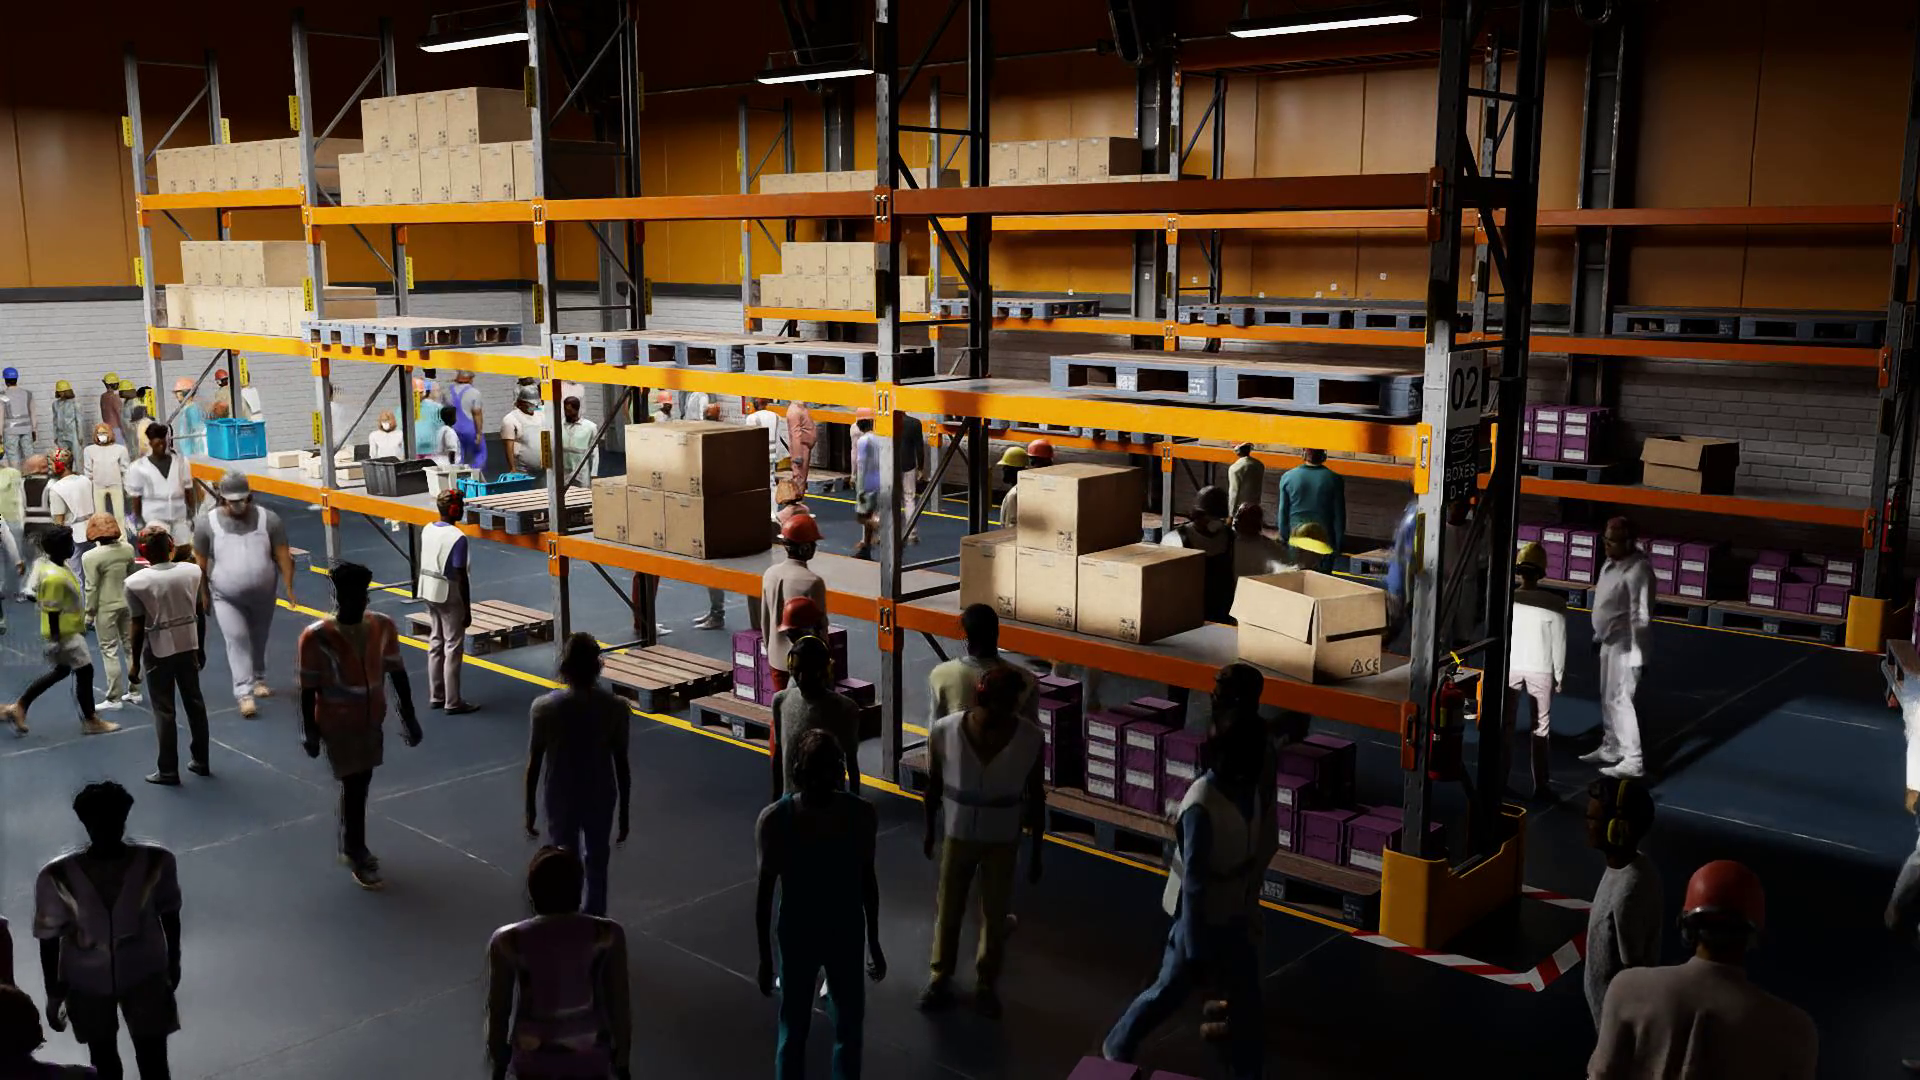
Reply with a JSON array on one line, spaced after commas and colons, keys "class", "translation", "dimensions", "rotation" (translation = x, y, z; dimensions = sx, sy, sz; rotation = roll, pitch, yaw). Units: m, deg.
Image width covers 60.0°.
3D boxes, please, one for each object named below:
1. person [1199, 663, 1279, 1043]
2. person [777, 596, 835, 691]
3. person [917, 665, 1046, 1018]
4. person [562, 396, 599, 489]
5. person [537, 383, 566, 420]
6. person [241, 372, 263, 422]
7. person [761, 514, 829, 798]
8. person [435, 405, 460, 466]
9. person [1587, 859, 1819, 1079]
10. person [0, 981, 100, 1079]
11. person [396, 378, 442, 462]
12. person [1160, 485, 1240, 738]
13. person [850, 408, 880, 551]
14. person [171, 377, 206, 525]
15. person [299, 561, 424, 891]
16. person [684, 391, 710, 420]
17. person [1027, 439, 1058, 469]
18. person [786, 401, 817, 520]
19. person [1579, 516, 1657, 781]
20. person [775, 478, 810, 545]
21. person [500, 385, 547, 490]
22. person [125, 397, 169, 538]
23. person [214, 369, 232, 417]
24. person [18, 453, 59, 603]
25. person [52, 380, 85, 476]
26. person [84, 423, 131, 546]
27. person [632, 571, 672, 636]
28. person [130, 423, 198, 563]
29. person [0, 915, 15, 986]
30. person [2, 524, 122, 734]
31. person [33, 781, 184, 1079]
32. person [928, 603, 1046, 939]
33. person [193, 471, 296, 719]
[{"class": "person", "translation": [1.341, 1.477, 7.921], "dimensions": [0.349, 1.839, 0.503], "rotation": [2, 10, 10]}, {"class": "person", "translation": [-0.901, 1.184, 9.821], "dimensions": [0.332, 1.746, 0.559], "rotation": [-1, 10, -7]}, {"class": "person", "translation": [0.119, 1.462, 8.085], "dimensions": [0.599, 1.803, 0.459], "rotation": [1, 10, 5]}, {"class": "person", "translation": [-4.826, -0.864, 20.942], "dimensions": [0.590, 1.913, 0.399], "rotation": [2, 10, 13]}, {"class": "person", "translation": [-5.582, -1.178, 22.602], "dimensions": [0.602, 1.957, 0.382], "rotation": [-5, 11, -25]}, {"class": "person", "translation": [-11.274, -1.778, 26.338], "dimensions": [0.429, 1.842, 0.585], "rotation": [-1, 10, -4]}, {"class": "person", "translation": [-1.085, 0.812, 11.229], "dimensions": [0.392, 1.995, 0.612], "rotation": [-10, 14, -44]}, {"class": "person", "translation": [-6.810, -0.952, 22.065], "dimensions": [0.402, 1.680, 0.551], "rotation": [-6, 12, -30]}, {"class": "person", "translation": [2.184, 1.944, 5.026], "dimensions": [0.661, 1.943, 1.005], "rotation": [8, 13, 37]}, {"class": "person", "translation": [-2.784, 2.113, 4.966], "dimensions": [0.506, 1.608, 0.729], "rotation": [-5, 11, -28]}, {"class": "person", "translation": [-7.404, -1.235, 22.844], "dimensions": [0.619, 1.989, 0.395], "rotation": [-5, 11, -25]}, {"class": "person", "translation": [1.818, 0.571, 12.462], "dimensions": [0.719, 2.000, 0.538], "rotation": [-1, 10, -8]}, {"class": "person", "translation": [-1.109, -0.834, 20.703], "dimensions": [0.629, 1.936, 0.372], "rotation": [-8, 13, -40]}, {"class": "person", "translation": [-10.292, -1.165, 22.277], "dimensions": [0.390, 2.040, 0.614], "rotation": [-5, 11, -27]}, {"class": "person", "translation": [-3.541, 1.079, 9.896], "dimensions": [0.808, 1.921, 0.631], "rotation": [8, 13, 38]}, {"class": "person", "translation": [-3.955, -1.582, 24.953], "dimensions": [0.420, 1.933, 0.616], "rotation": [-7, 12, -33]}, {"class": "person", "translation": [0.741, -0.016, 16.081], "dimensions": [0.376, 1.934, 0.547], "rotation": [-6, 12, -30]}, {"class": "person", "translation": [-2.169, -1.211, 22.900], "dimensions": [0.409, 1.912, 0.651], "rotation": [0, 10, 1]}, {"class": "person", "translation": [4.712, 0.754, 11.885], "dimensions": [0.405, 1.891, 0.703], "rotation": [1, 10, 6]}, {"class": "person", "translation": [-1.573, 0.227, 15.563], "dimensions": [0.285, 1.632, 0.499], "rotation": [5, 11, 28]}, {"class": "person", "translation": [-5.442, -0.964, 21.139], "dimensions": [0.537, 2.000, 0.679], "rotation": [7, 12, 34]}, {"class": "person", "translation": [-10.355, -0.932, 21.316], "dimensions": [0.619, 1.910, 0.605], "rotation": [-2, 10, -11]}, {"class": "person", "translation": [-12.157, -1.954, 27.563], "dimensions": [0.339, 1.747, 0.564], "rotation": [2, 10, 9]}, {"class": "person", "translation": [-9.581, -0.096, 17.415], "dimensions": [0.534, 1.622, 0.366], "rotation": [3, 10, 14]}, {"class": "person", "translation": [-13.721, -1.595, 25.581], "dimensions": [0.485, 1.737, 0.324], "rotation": [1, 10, 8]}, {"class": "person", "translation": [-10.422, -0.621, 20.348], "dimensions": [0.498, 1.634, 0.280], "rotation": [-4, 11, -21]}, {"class": "person", "translation": [-3.025, -0.001, 16.095], "dimensions": [0.414, 1.907, 0.595], "rotation": [-7, 12, -34]}, {"class": "person", "translation": [-8.349, -0.269, 17.453], "dimensions": [0.624, 1.954, 0.587], "rotation": [-9, 14, -43]}, {"class": "person", "translation": [-3.607, 1.851, 5.827], "dimensions": [0.592, 1.829, 0.404], "rotation": [1, 10, 3]}, {"class": "person", "translation": [-6.958, 0.702, 12.768], "dimensions": [0.746, 1.669, 0.532], "rotation": [-5, 11, -27]}, {"class": "person", "translation": [-3.394, 1.785, 6.683], "dimensions": [0.543, 1.654, 0.865], "rotation": [-5, 11, -26]}, {"class": "person", "translation": [0.146, 1.267, 8.942], "dimensions": [0.619, 1.896, 0.534], "rotation": [4, 11, 21]}, {"class": "person", "translation": [-5.828, 0.374, 13.577], "dimensions": [0.695, 2.000, 1.003], "rotation": [-6, 12, -32]}]
